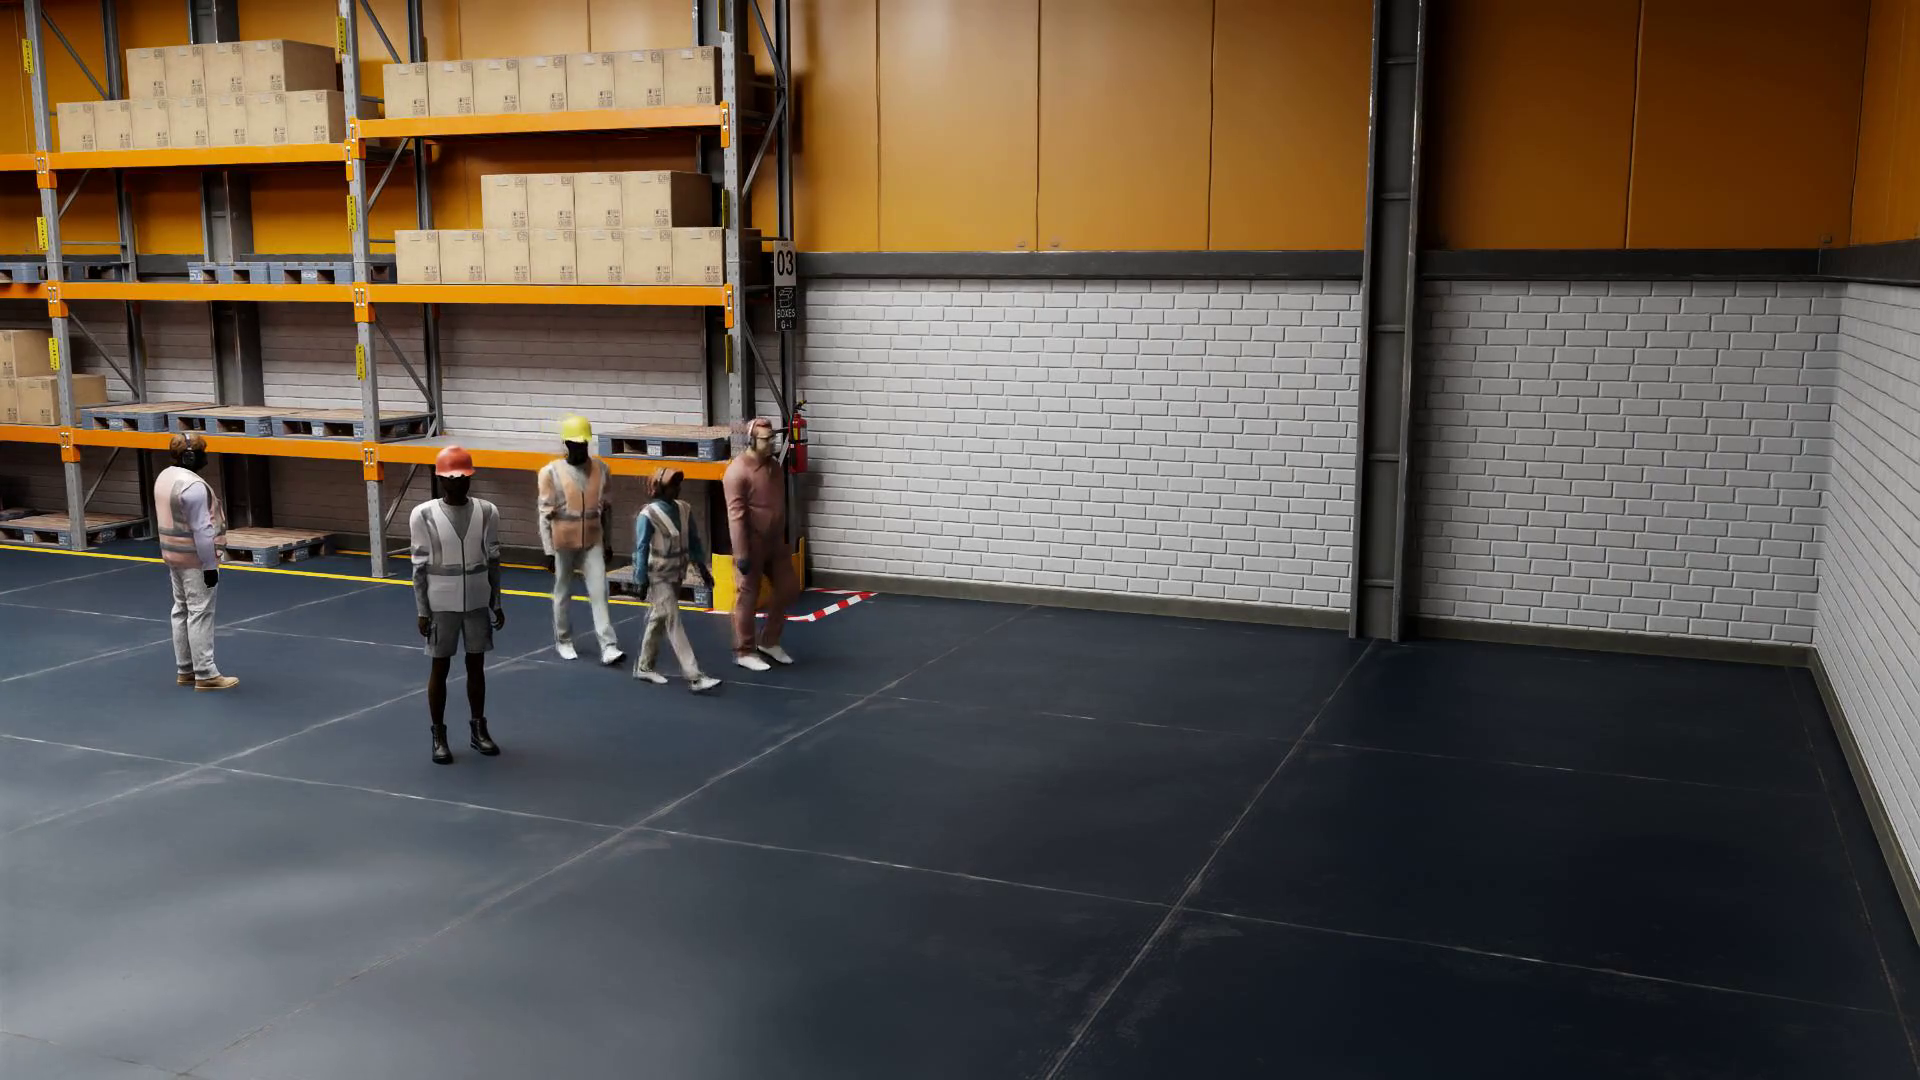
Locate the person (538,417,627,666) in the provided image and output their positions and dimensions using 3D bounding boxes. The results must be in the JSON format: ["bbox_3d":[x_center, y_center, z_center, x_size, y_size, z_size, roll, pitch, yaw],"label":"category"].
[{"bbox_3d":[-2.832,0.024,12.477,0.616,1.878,0.971,-6,11,-33],"label":"person"}]

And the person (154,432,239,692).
[{"bbox_3d":[-5.435,0.151,11.826,0.636,1.842,0.429,9,13,43],"label":"person"}]

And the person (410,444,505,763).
[{"bbox_3d":[-3.046,0.381,10.142,0.544,1.939,0.372,-6,11,-32],"label":"person"}]

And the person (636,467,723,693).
[{"bbox_3d":[-2.012,0.284,11.762,0.865,1.597,0.531,5,10,26],"label":"person"}]

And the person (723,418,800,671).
[{"bbox_3d":[-1.455,0.042,12.324,0.523,1.889,0.681,5,11,29],"label":"person"}]
